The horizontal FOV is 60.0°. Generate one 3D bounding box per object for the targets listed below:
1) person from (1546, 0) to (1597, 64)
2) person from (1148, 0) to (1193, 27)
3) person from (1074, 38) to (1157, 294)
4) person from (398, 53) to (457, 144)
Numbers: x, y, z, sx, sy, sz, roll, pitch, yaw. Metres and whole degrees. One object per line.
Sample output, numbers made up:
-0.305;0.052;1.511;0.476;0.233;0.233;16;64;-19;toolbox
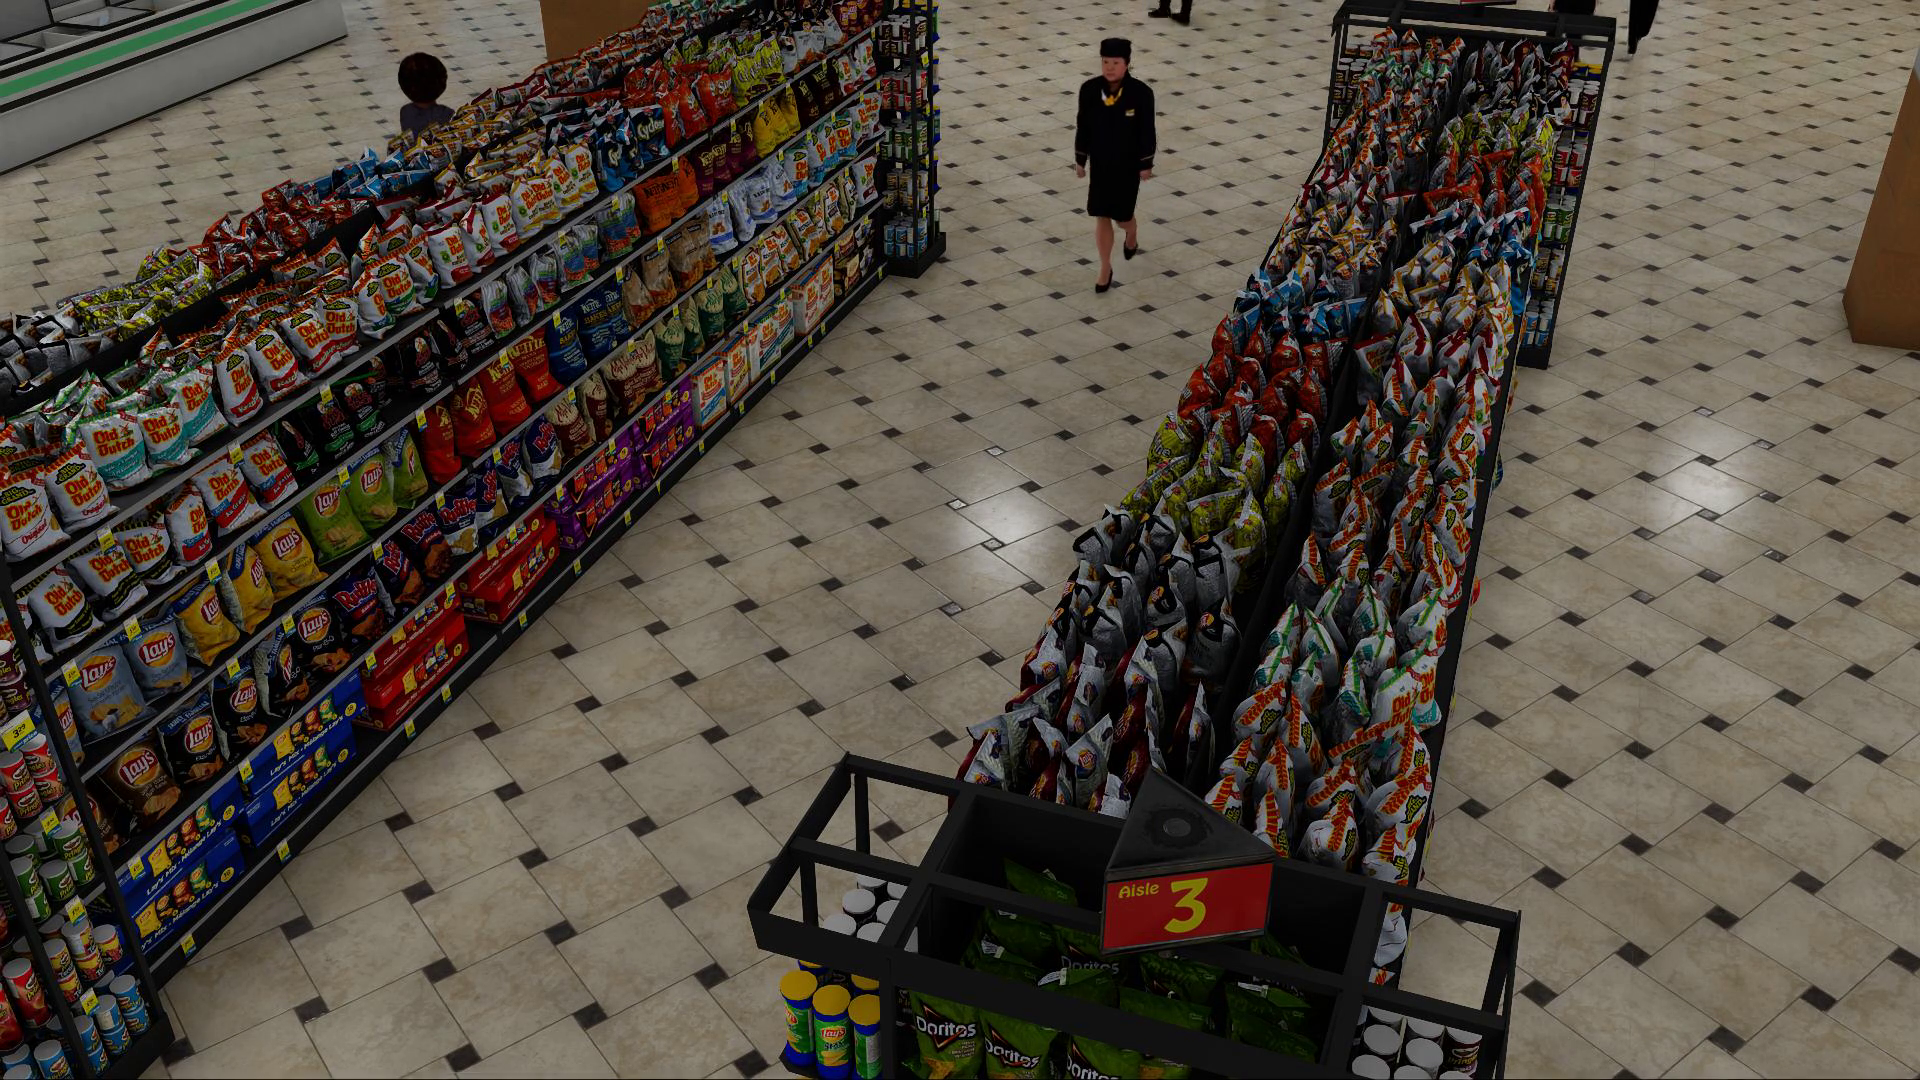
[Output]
5.376;-4.675;14.528;0.830;1.602;1.119;2;32;3;person
2.259;-6.009;16.507;0.773;1.776;0.854;-22;38;-31;person
1.044;-2.466;10.922;0.721;1.660;0.812;13;34;20;person
-3.248;-2.142;10.373;0.622;1.689;1.020;9;33;14;person
